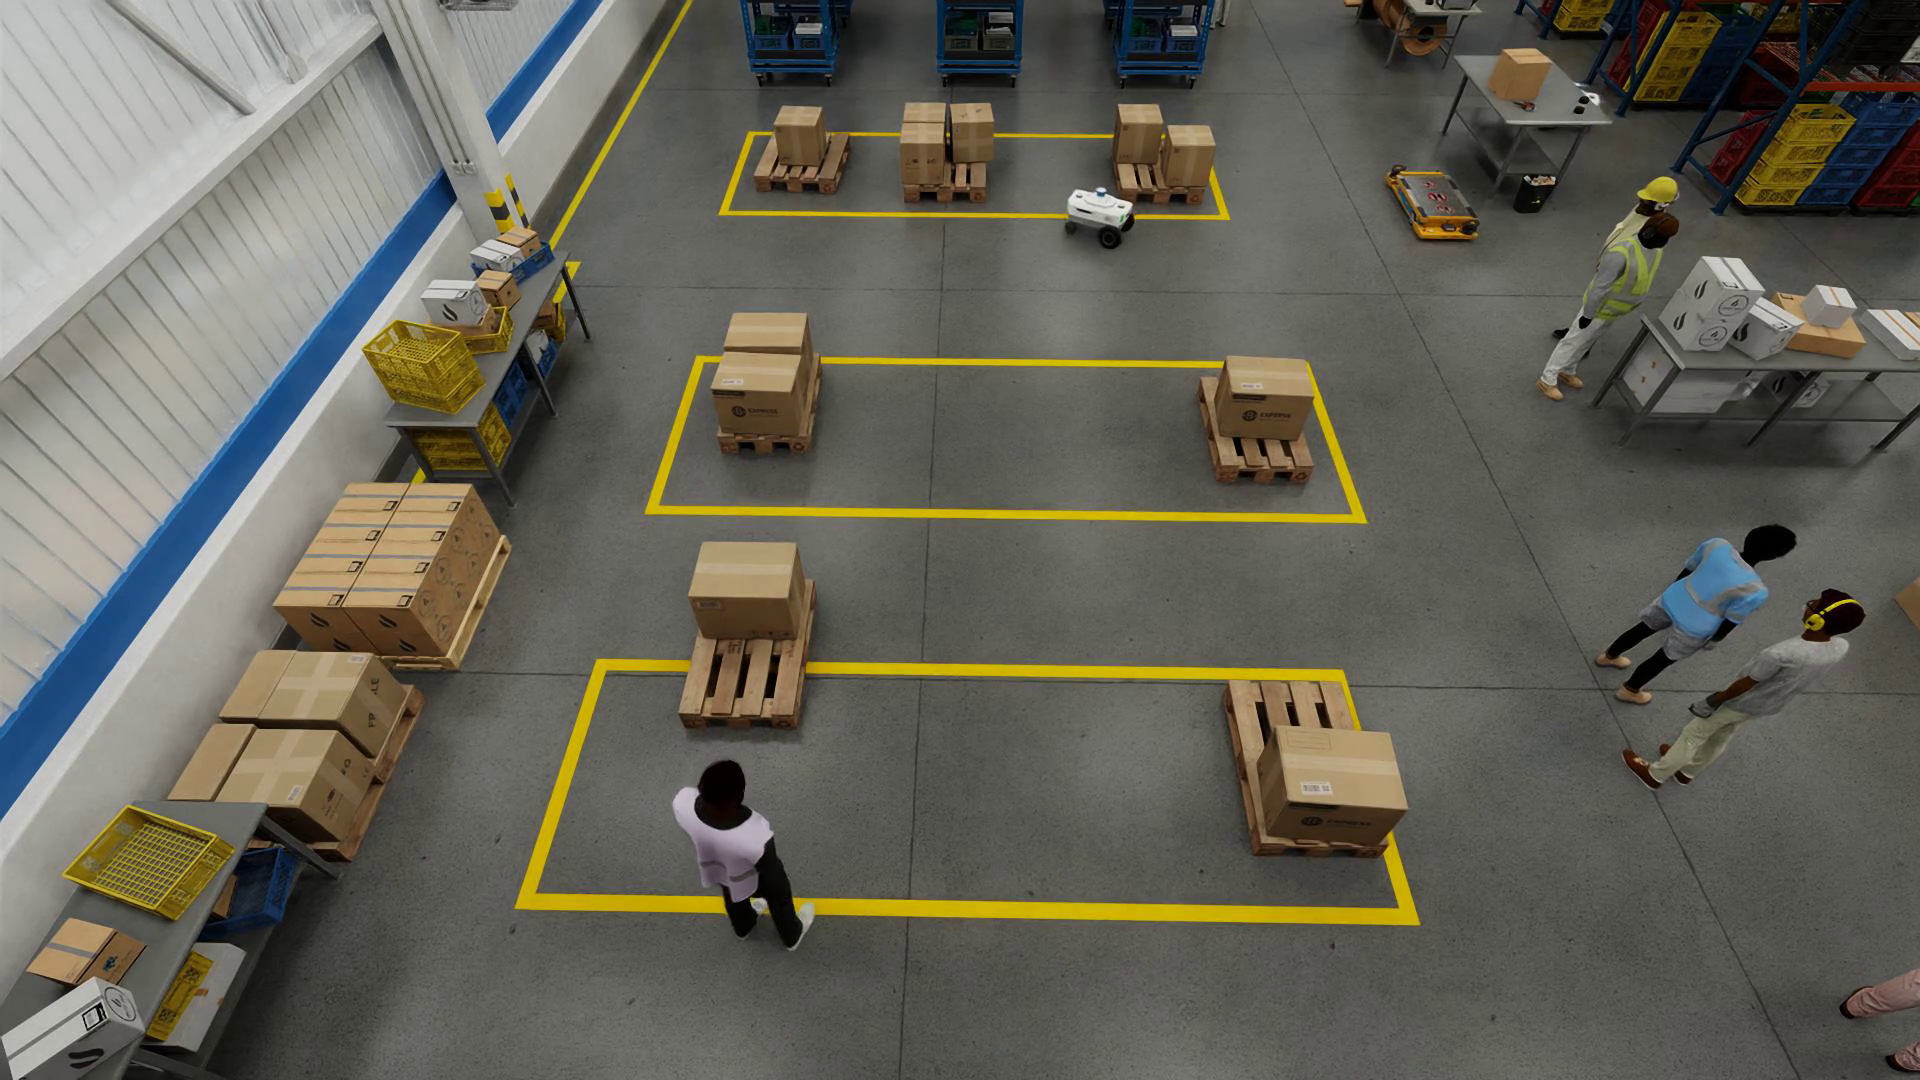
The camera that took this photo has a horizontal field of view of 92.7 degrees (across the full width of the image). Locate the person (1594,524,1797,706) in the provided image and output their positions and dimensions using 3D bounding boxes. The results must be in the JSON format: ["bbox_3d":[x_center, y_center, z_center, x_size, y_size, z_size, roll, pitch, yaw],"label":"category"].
[{"bbox_3d":[4.909,0.493,6.158,0.323,1.690,0.536,-2,49,-2],"label":"person"}]

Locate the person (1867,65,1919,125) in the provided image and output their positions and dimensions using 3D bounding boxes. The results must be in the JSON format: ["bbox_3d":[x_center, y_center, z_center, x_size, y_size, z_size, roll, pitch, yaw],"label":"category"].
[{"bbox_3d":[11.806,-5.658,11.318,0.372,1.940,0.631,-10,50,-9],"label":"person"}]

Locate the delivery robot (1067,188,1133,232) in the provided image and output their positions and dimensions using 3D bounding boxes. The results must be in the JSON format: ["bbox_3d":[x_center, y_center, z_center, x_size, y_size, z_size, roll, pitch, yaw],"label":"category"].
[{"bbox_3d":[1.603,-3.812,10.569,0.707,0.478,0.477,21,52,17],"label":"delivery robot"}]

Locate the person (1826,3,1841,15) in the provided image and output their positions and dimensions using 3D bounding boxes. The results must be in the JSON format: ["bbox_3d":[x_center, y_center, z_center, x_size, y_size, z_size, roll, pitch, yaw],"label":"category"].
[{"bbox_3d":[14.024,-9.016,14.278,0.588,1.851,0.664,0,49,0],"label":"person"}]

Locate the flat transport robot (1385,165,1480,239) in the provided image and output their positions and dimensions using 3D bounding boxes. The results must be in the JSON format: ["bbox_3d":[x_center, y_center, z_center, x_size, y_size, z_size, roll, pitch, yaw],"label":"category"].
[{"bbox_3d":[5.692,-4.094,11.059,0.652,0.197,1.431,1,49,1],"label":"flat transport robot"}]

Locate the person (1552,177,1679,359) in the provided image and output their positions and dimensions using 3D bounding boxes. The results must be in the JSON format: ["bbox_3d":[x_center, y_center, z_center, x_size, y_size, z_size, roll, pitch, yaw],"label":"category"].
[{"bbox_3d":[6.250,-2.580,8.732,0.403,1.822,0.591,10,50,8],"label":"person"}]

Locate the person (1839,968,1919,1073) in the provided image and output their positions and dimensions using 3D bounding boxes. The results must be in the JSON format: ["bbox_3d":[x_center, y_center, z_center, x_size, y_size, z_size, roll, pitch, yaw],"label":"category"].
[{"bbox_3d":[5.308,2.187,4.550,0.401,1.904,0.649,-13,50,-11],"label":"person"}]

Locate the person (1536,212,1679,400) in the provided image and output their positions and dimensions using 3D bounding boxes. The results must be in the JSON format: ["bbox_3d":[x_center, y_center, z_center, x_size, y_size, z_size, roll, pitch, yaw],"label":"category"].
[{"bbox_3d":[5.873,-2.112,8.316,0.621,1.838,0.429,-23,53,-19],"label":"person"}]

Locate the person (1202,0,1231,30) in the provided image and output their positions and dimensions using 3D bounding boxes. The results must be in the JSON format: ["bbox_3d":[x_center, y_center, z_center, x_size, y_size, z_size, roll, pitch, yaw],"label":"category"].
[{"bbox_3d":[4.145,-8.906,14.323,0.519,1.640,0.307,-23,53,-18],"label":"person"}]

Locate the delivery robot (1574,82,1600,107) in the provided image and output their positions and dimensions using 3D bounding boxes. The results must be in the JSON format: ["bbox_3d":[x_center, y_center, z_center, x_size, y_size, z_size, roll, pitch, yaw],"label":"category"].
[{"bbox_3d":[8.209,-5.918,12.389,0.707,0.478,0.477,13,50,11],"label":"delivery robot"}]

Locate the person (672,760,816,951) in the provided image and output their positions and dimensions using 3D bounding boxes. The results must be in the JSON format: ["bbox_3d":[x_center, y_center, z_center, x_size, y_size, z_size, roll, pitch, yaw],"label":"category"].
[{"bbox_3d":[-1.171,1.741,4.937,0.609,1.907,0.414,18,52,15],"label":"person"}]

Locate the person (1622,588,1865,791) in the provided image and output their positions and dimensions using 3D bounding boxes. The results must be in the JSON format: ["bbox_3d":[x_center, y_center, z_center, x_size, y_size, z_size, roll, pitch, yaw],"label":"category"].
[{"bbox_3d":[4.813,0.973,5.638,0.517,1.856,0.330,-9,50,-8],"label":"person"}]
